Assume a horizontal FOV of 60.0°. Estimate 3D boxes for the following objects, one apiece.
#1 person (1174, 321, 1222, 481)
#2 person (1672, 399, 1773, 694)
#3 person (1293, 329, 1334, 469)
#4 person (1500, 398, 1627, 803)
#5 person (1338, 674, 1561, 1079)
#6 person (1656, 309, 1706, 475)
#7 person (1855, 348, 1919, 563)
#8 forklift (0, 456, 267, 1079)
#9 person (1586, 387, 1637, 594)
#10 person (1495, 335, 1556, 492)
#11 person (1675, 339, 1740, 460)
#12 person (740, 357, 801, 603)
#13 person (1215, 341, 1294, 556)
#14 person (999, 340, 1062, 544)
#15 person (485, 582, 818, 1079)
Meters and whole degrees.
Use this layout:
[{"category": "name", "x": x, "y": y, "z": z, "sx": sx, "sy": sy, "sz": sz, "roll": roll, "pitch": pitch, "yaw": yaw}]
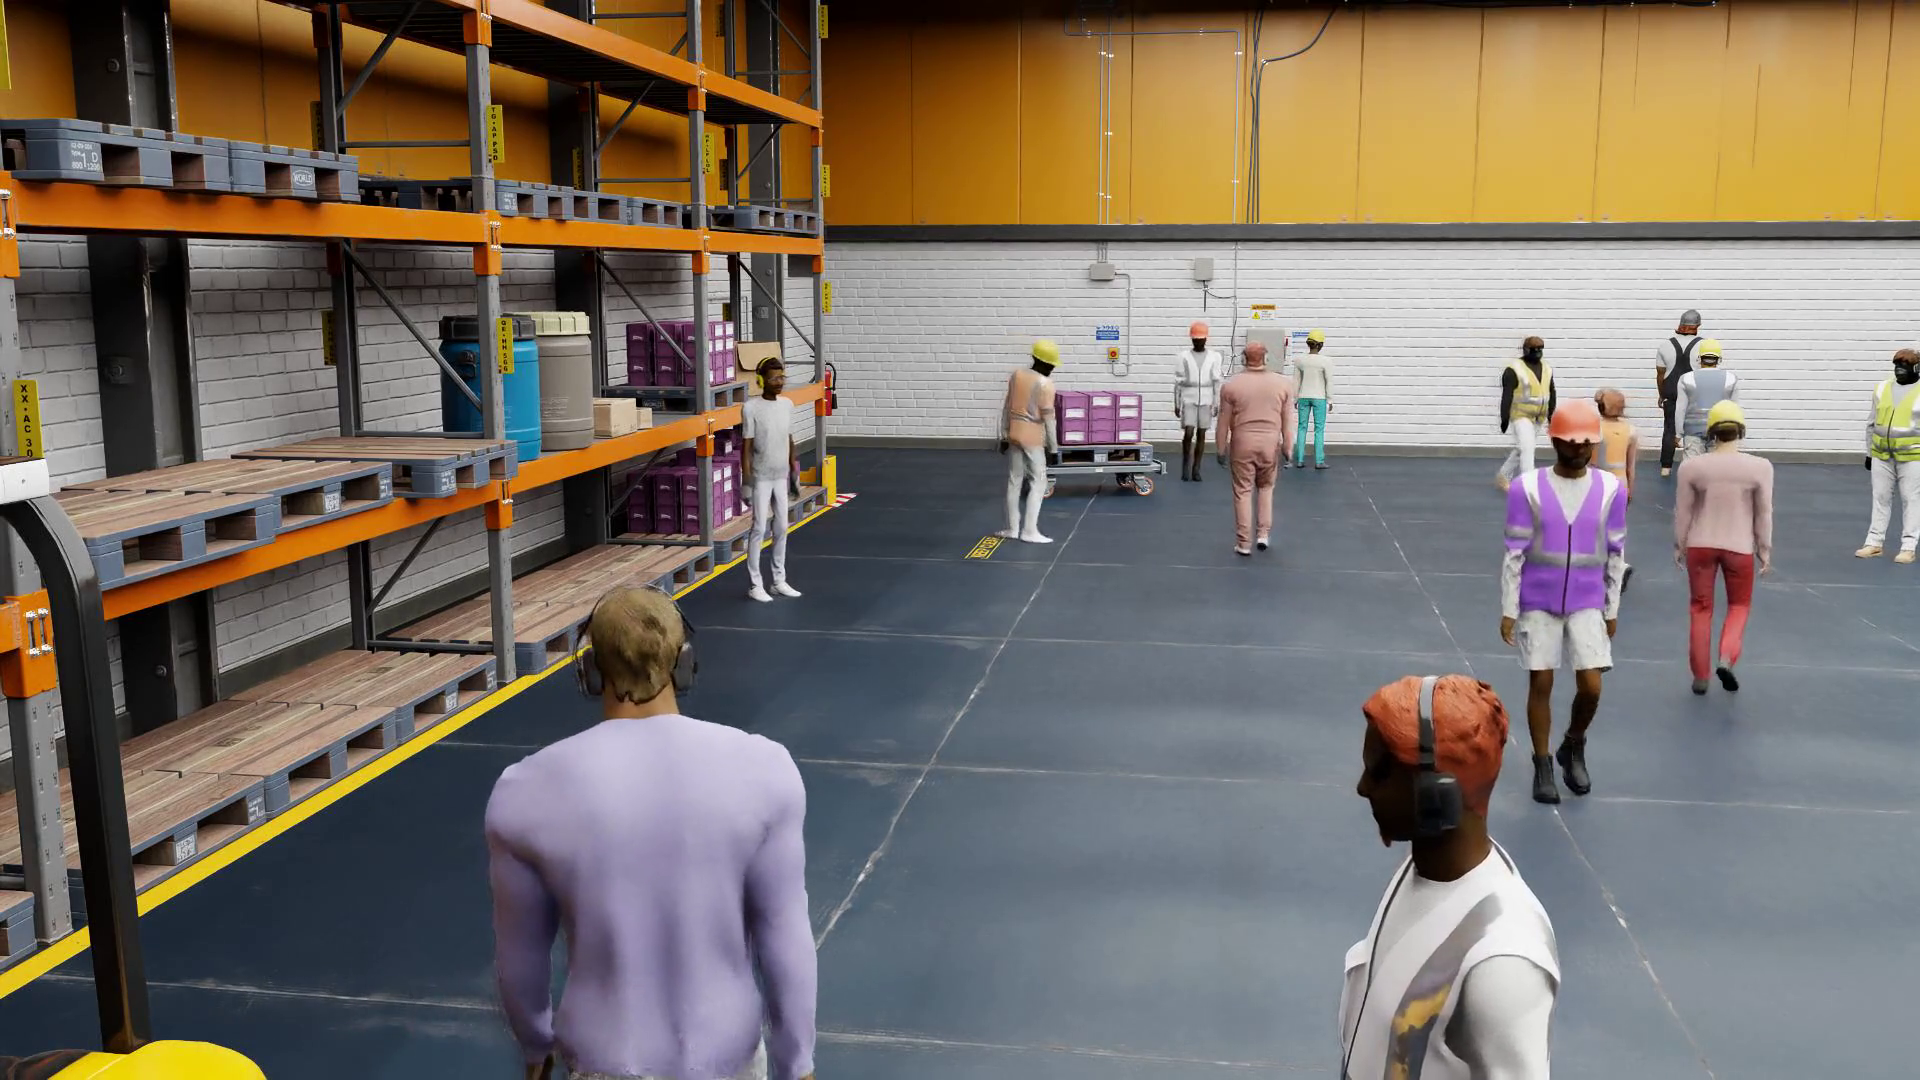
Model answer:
[{"category": "person", "x": 2.826, "y": -1.632, "z": 19.723, "sx": 0.541, "sy": 1.913, "sz": 0.517, "roll": 0, "pitch": 9, "yaw": 0}, {"category": "person", "x": 4.494, "y": 0.050, "z": 9.827, "sx": 0.552, "sy": 1.752, "sz": 0.368, "roll": 5, "pitch": 10, "yaw": 28}, {"category": "person", "x": 4.476, "y": -1.779, "z": 21.065, "sx": 0.535, "sy": 1.767, "sz": 0.315, "roll": 6, "pitch": 11, "yaw": 34}, {"category": "person", "x": 2.816, "y": 0.295, "z": 7.785, "sx": 0.559, "sy": 1.920, "sz": 0.399, "roll": 2, "pitch": 9, "yaw": 12}, {"category": "person", "x": 0.779, "y": 1.133, "z": 2.741, "sx": 0.356, "sy": 1.885, "sz": 0.573, "roll": 1, "pitch": 9, "yaw": 3}, {"category": "person", "x": 8.859, "y": -1.789, "z": 20.281, "sx": 0.673, "sy": 2.000, "sz": 0.535, "roll": 7, "pitch": 12, "yaw": 37}, {"category": "person", "x": 8.105, "y": -0.726, "z": 14.339, "sx": 0.430, "sy": 1.845, "sz": 0.624, "roll": -6, "pitch": 11, "yaw": -32}, {"category": "forklift", "x": -2.328, "y": 0.975, "z": 2.765, "sx": 2.313, "sy": 2.155, "sz": 1.214, "roll": 1, "pitch": 9, "yaw": 9}, {"category": "person", "x": 4.982, "y": -0.362, "z": 12.766, "sx": 0.520, "sy": 1.618, "sz": 0.626, "roll": -3, "pitch": 10, "yaw": -21}, {"category": "person", "x": 6.264, "y": -1.379, "z": 18.501, "sx": 0.615, "sy": 1.808, "sz": 0.882, "roll": -4, "pitch": 10, "yaw": -26}, {"category": "person", "x": 7.432, "y": -1.086, "z": 16.587, "sx": 0.588, "sy": 1.833, "sz": 0.404, "roll": 2, "pitch": 10, "yaw": 14}, {"category": "person", "x": -1.437, "y": -0.459, "z": 12.650, "sx": 0.327, "sy": 1.860, "sz": 0.538, "roll": 9, "pitch": 13, "yaw": 43}, {"category": "person", "x": 2.593, "y": -0.821, "z": 14.770, "sx": 0.680, "sy": 1.887, "sz": 0.617, "roll": 0, "pitch": 9, "yaw": -1}, {"category": "person", "x": 0.620, "y": -0.912, "z": 15.407, "sx": 0.377, "sy": 1.880, "sz": 0.722, "roll": -8, "pitch": 12, "yaw": -40}, {"category": "person", "x": -0.625, "y": 1.019, "z": 3.455, "sx": 0.638, "sy": 1.877, "sz": 1.041, "roll": -2, "pitch": 9, "yaw": -10}]
